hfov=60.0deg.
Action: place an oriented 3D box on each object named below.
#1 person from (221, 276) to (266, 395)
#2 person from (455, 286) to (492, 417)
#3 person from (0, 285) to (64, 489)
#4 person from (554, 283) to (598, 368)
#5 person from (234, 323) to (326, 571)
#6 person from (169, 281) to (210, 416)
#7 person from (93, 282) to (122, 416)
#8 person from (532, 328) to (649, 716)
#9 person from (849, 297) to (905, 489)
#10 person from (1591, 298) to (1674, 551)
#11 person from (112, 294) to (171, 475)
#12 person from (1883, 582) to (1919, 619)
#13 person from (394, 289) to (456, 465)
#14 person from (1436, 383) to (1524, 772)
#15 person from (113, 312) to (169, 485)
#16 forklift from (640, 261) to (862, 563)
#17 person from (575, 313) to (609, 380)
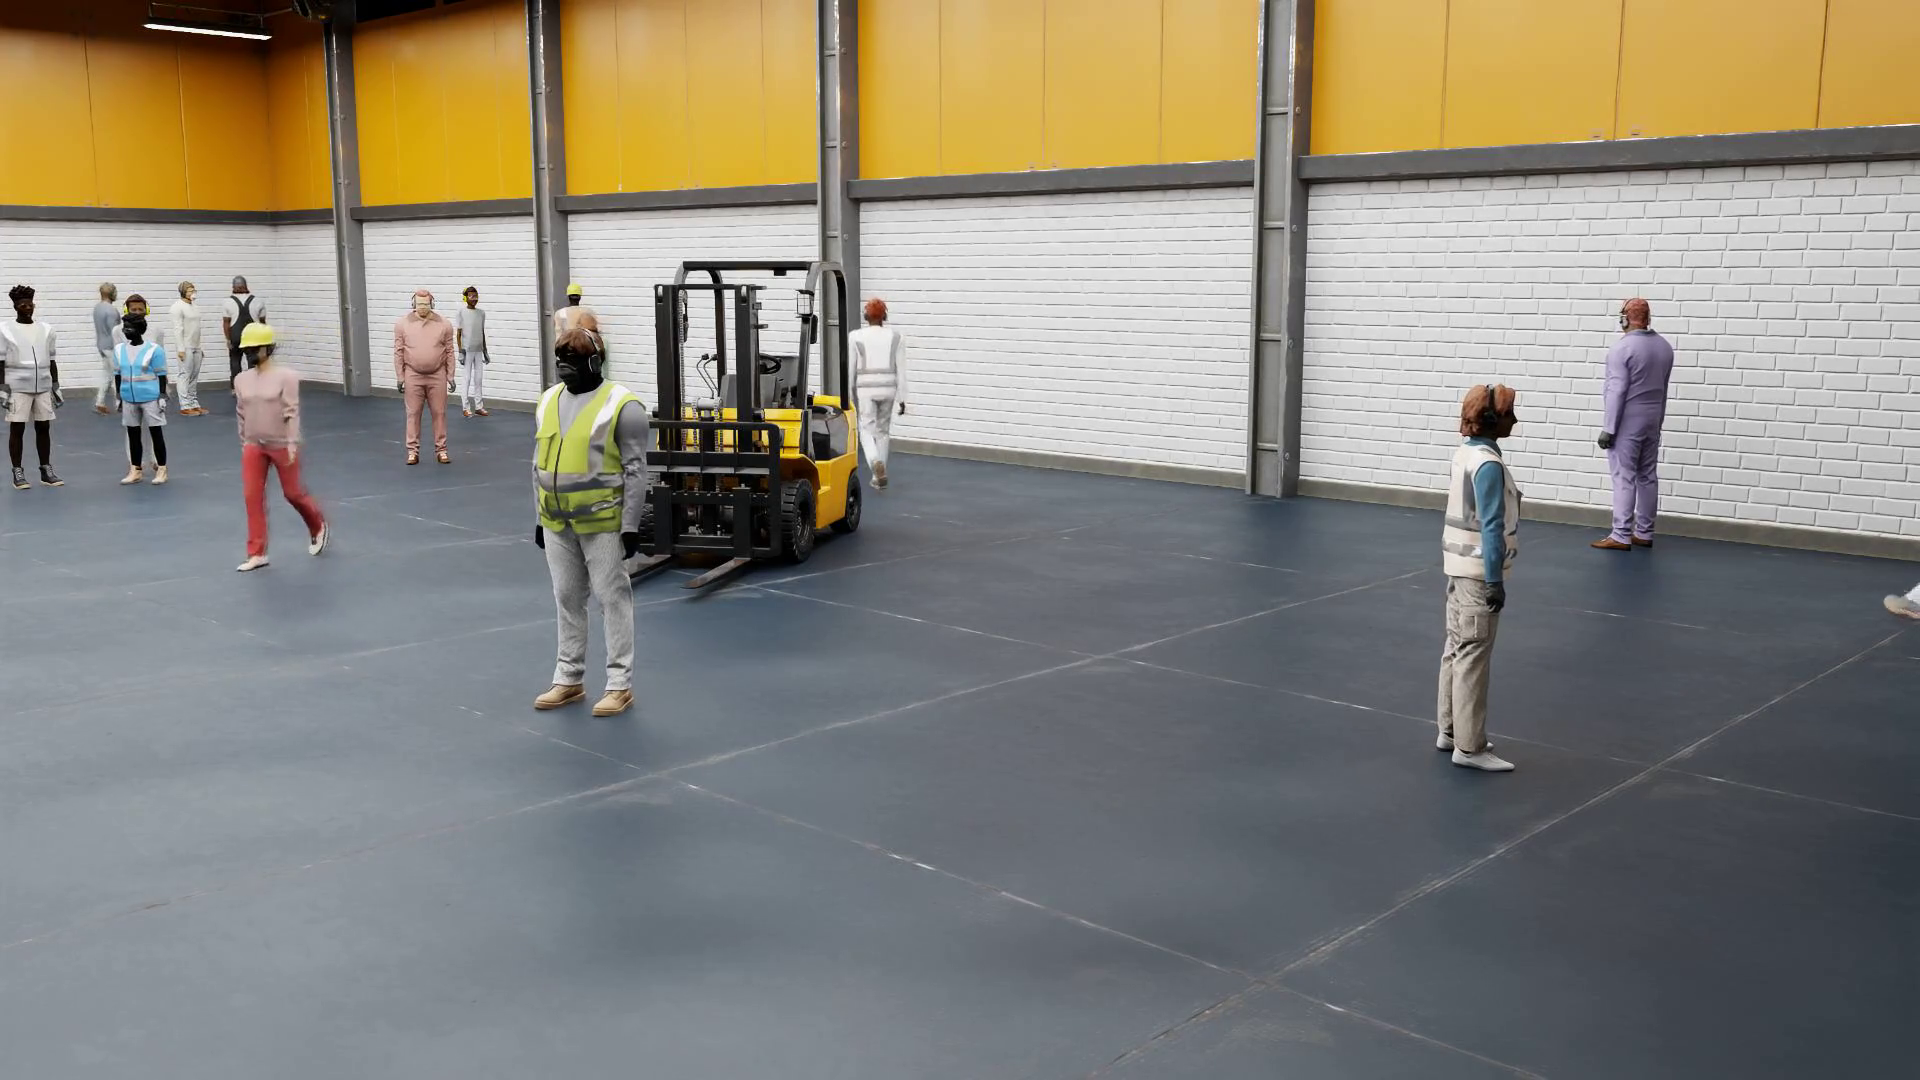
[{"bbox_3d":[-11.979,-3.426,27.815,0.693,2.000,0.935,-5,11,-30],"label":"person"},{"bbox_3d":[-6.988,-2.700,23.889,0.328,1.872,0.513,7,11,36],"label":"person"},{"bbox_3d":[-9.021,-1.482,16.121,0.366,1.967,0.602,7,11,36],"label":"person"},{"bbox_3d":[-5.262,-2.555,22.827,0.594,1.924,0.384,-5,10,-26],"label":"person"},{"bbox_3d":[-4.916,-0.687,11.922,0.521,1.740,0.782,1,9,8],"label":"person"},{"bbox_3d":[-11.151,-2.764,24.069,0.370,1.941,0.627,0,9,2],"label":"person"},{"bbox_3d":[-12.201,-2.738,23.935,0.639,1.940,0.448,9,13,44],"label":"person"},{"bbox_3d":[-1.786,-0.084,7.933,0.621,1.845,0.429,4,10,24],"label":"person"},{"bbox_3d":[-0.790,-1.371,15.802,0.590,1.859,0.776,-2,9,-13],"label":"person"},{"bbox_3d":[5.057,-0.869,12.568,0.642,1.903,0.399,-5,11,-30],"label":"person"},{"bbox_3d":[-8.443,-1.601,17.171,0.533,1.864,0.310,-6,11,-34],"label":"person"},{"bbox_3d":[6.080,-0.371,9.776,0.602,1.827,1.003,-5,10,-27],"label":"person"},{"bbox_3d":[-5.804,-1.766,18.069,0.638,1.902,0.407,-4,10,-21],"label":"person"},{"bbox_3d":[2.212,0.154,7.095,0.306,1.640,0.522,0,9,3],"label":"person"},{"bbox_3d":[-8.038,-1.383,16.331,0.537,1.698,0.320,1,9,4],"label":"person"},{"bbox_3d":[-1.552,-1.040,12.721,1.214,2.155,2.313,2,9,11],"label":"forklift"},{"bbox_3d":[-4.254,-1.779,19.004,0.507,1.620,0.487,-5,11,-29],"label":"person"}]
